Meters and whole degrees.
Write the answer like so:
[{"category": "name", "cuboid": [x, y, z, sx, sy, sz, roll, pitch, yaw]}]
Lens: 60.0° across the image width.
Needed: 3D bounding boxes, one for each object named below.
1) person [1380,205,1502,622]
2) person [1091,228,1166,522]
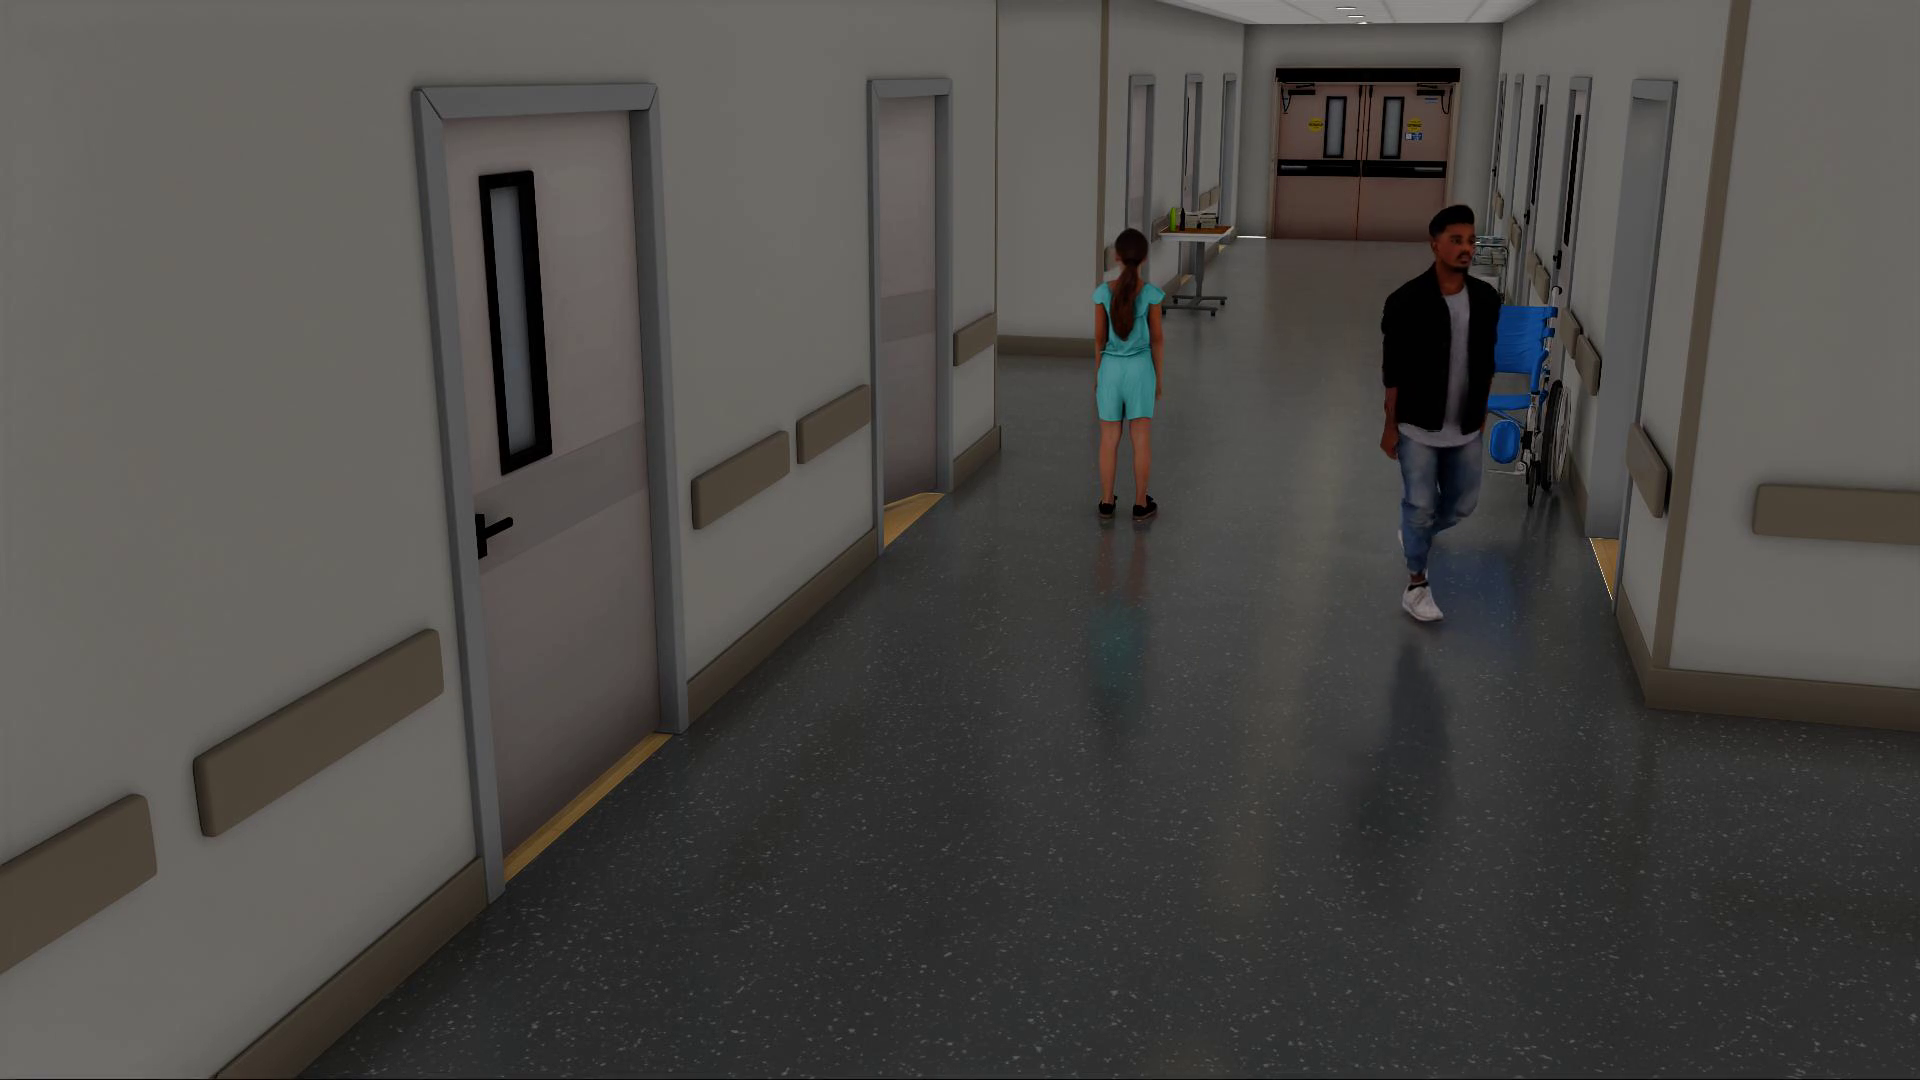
[{"category": "person", "cuboid": [2.050, -0.563, 7.326, 0.884, 1.791, 0.986, -3, 16, -9]}, {"category": "person", "cuboid": [0.894, -0.888, 8.909, 0.533, 1.558, 0.528, 4, 16, 15]}]
